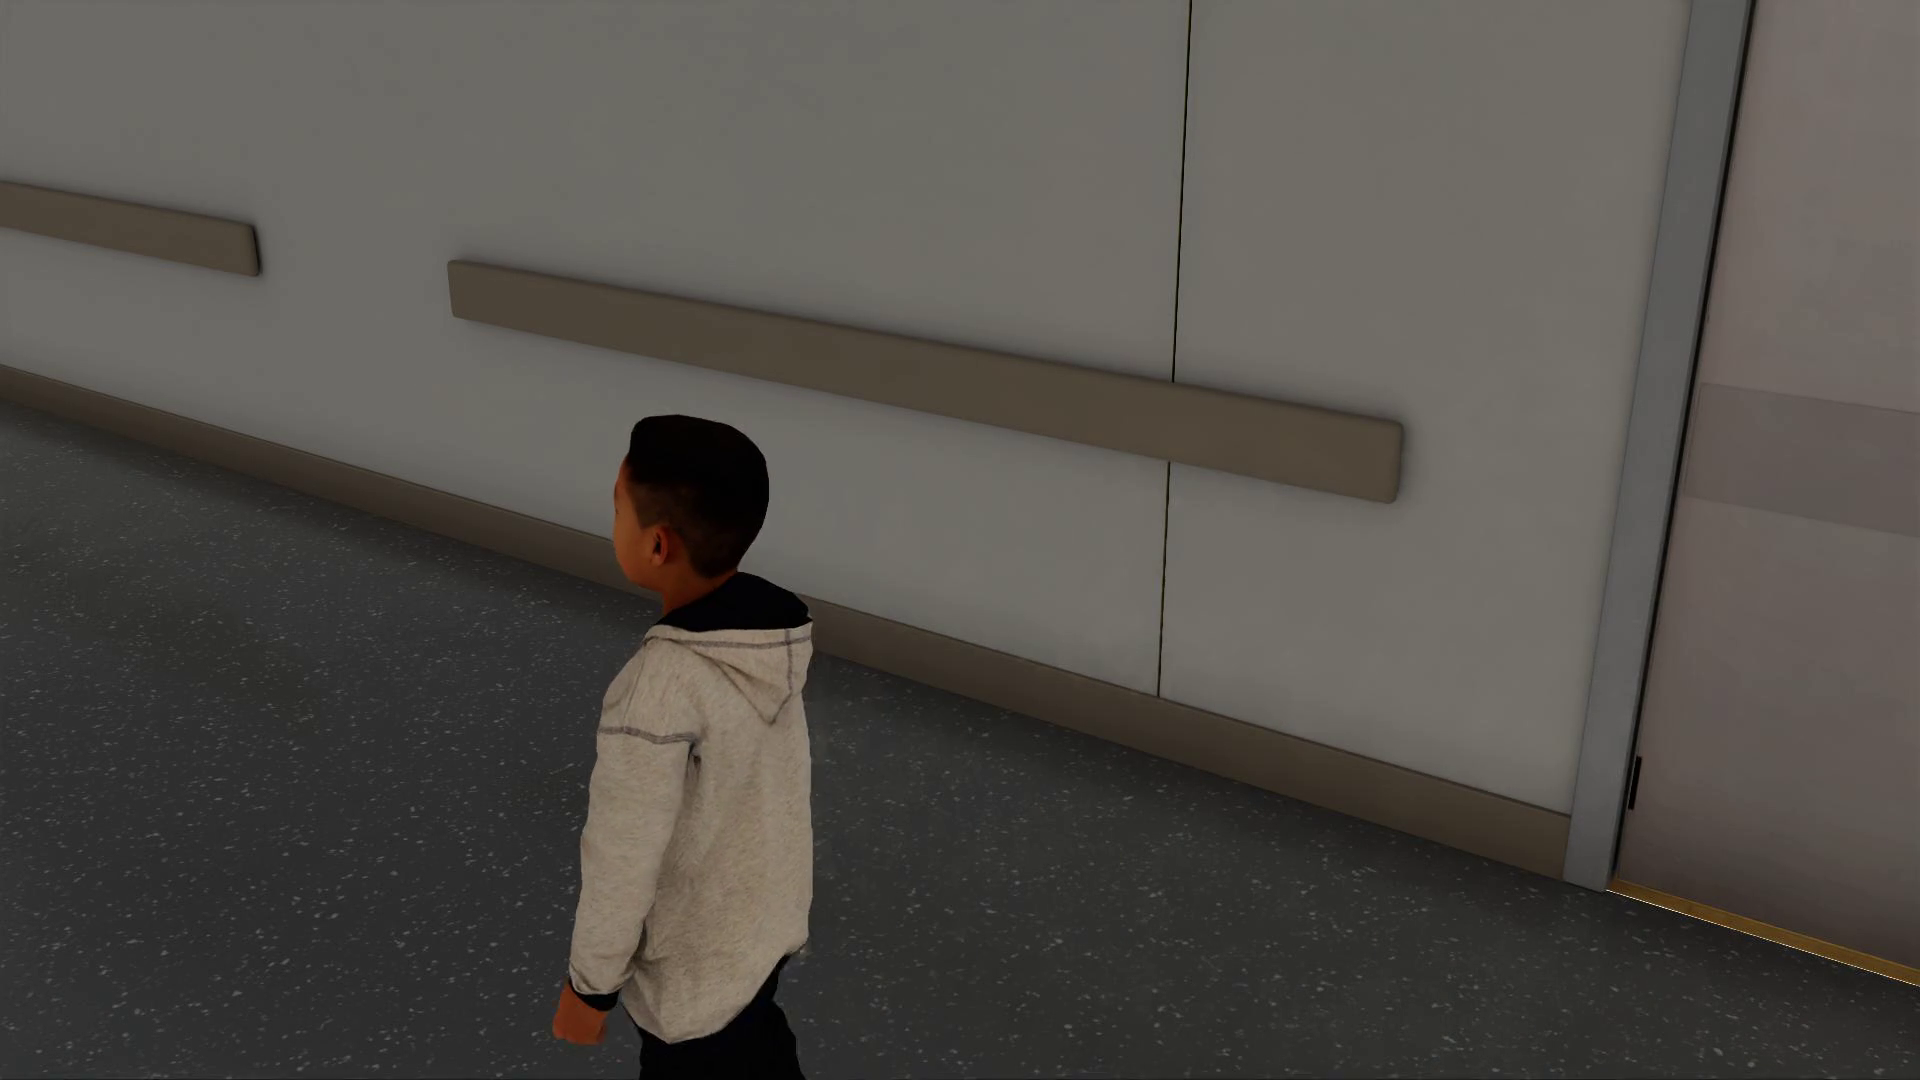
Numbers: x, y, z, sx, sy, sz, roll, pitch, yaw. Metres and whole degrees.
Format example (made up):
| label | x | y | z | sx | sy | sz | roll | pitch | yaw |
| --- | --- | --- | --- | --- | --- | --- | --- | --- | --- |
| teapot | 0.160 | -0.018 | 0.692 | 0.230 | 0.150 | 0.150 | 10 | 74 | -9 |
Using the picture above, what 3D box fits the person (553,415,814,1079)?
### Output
| label | x | y | z | sx | sy | sz | roll | pitch | yaw |
| --- | --- | --- | --- | --- | --- | --- | --- | --- | --- |
| person | -0.272 | 0.554 | 2.284 | 0.884 | 1.438 | 0.970 | 4 | 21 | 11 |
